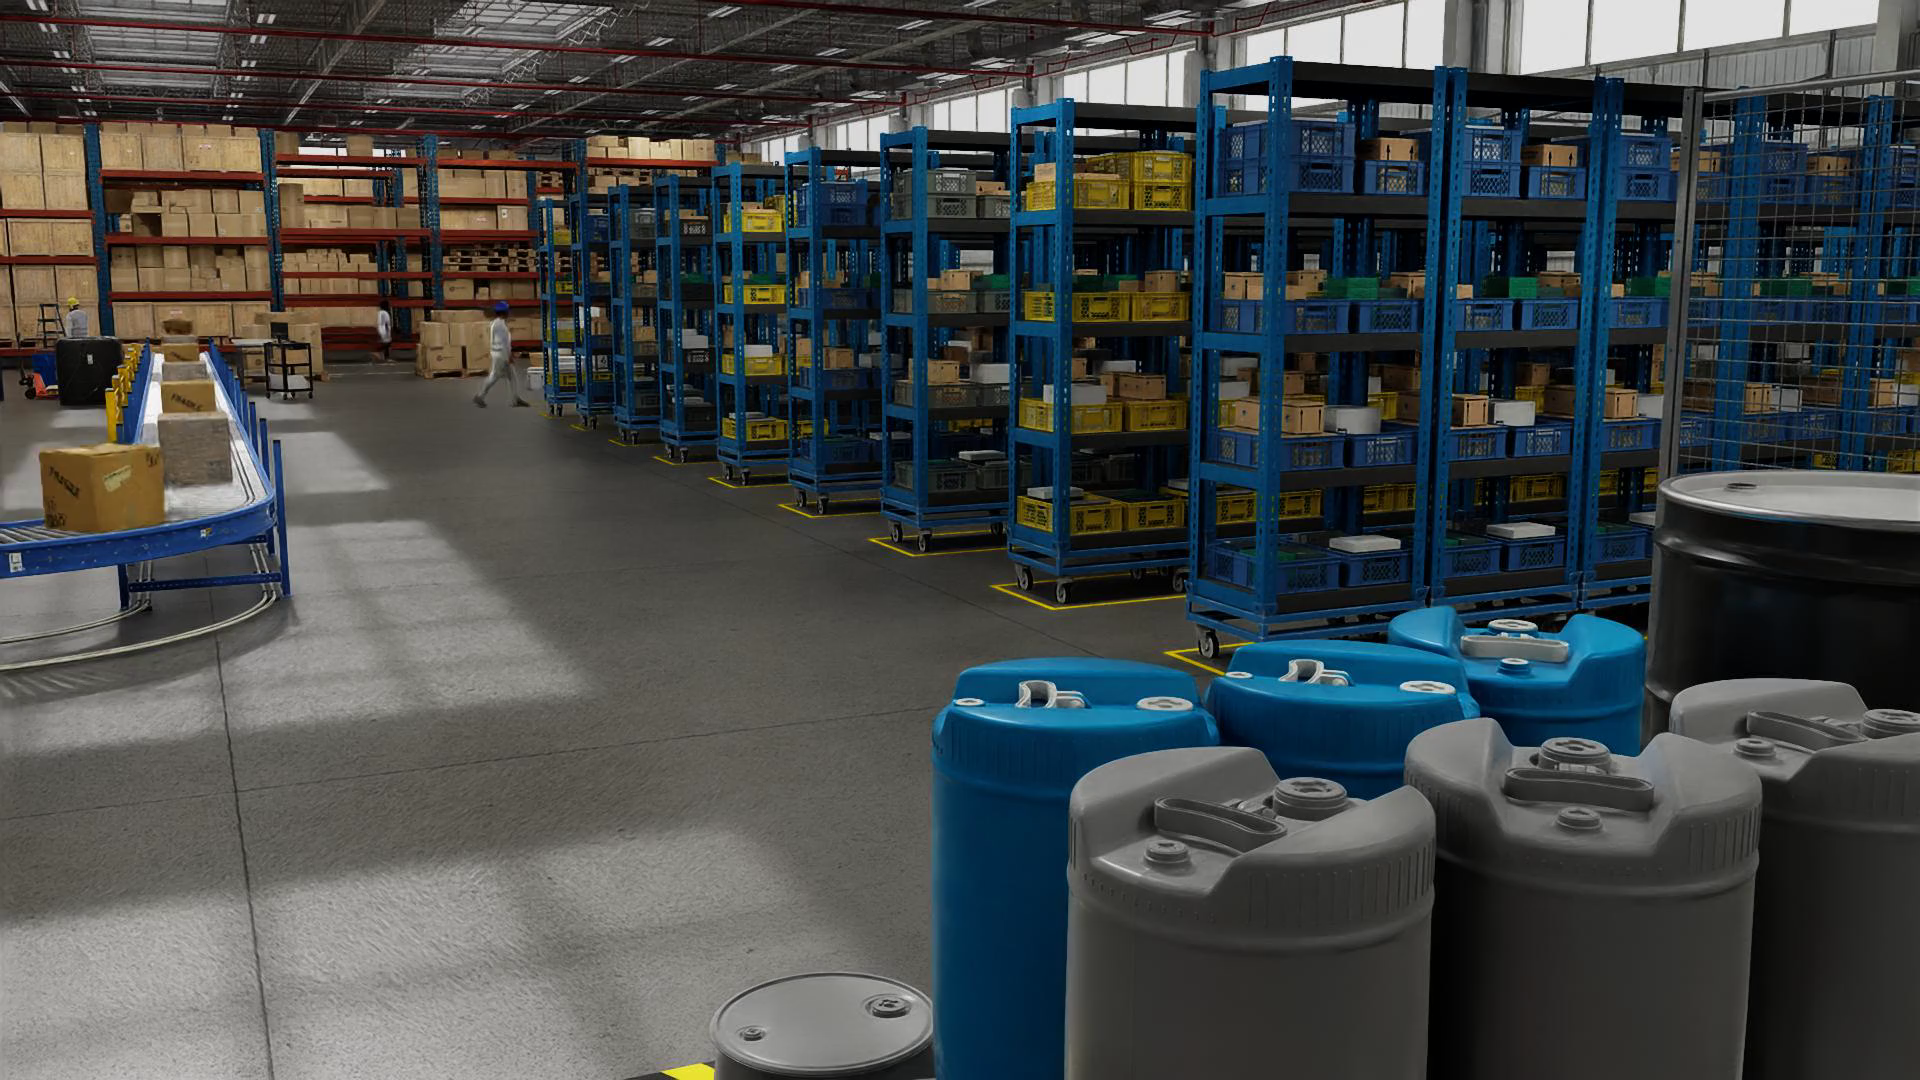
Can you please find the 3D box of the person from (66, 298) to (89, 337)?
[{"bbox_3d":[-20.240,-4.635,38.136,0.404,1.826,0.592,3,10,19],"label":"person"}]

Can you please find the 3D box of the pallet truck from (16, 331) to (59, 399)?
[{"bbox_3d":[-17.082,-3.353,31.781,1.630,1.274,0.653,-4,10,-25],"label":"pallet truck"}]

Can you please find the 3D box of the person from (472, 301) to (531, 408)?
[{"bbox_3d":[-8.222,-3.289,29.565,0.993,1.914,0.598,-2,9,-14],"label":"person"}]

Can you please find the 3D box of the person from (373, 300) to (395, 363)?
[{"bbox_3d":[-15.255,-5.506,43.960,0.494,1.684,0.537,-6,11,-35],"label":"person"}]
